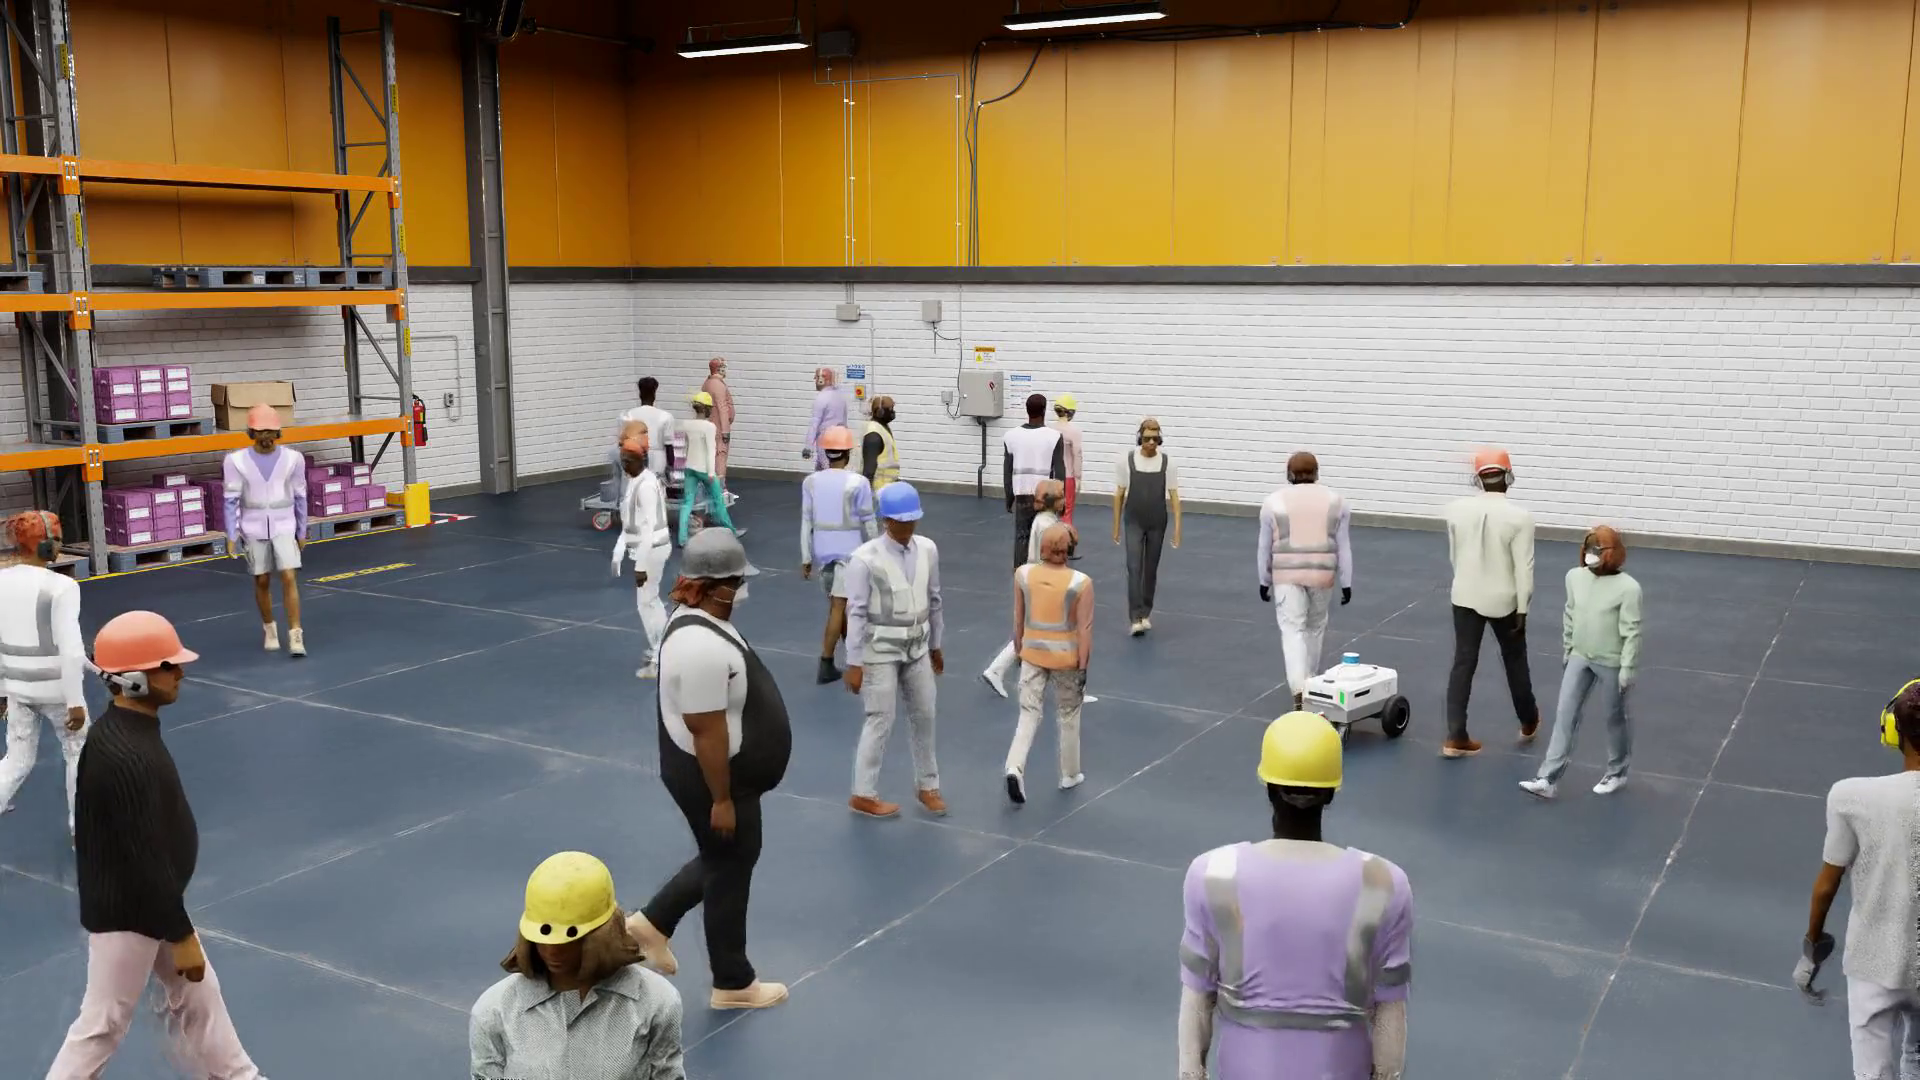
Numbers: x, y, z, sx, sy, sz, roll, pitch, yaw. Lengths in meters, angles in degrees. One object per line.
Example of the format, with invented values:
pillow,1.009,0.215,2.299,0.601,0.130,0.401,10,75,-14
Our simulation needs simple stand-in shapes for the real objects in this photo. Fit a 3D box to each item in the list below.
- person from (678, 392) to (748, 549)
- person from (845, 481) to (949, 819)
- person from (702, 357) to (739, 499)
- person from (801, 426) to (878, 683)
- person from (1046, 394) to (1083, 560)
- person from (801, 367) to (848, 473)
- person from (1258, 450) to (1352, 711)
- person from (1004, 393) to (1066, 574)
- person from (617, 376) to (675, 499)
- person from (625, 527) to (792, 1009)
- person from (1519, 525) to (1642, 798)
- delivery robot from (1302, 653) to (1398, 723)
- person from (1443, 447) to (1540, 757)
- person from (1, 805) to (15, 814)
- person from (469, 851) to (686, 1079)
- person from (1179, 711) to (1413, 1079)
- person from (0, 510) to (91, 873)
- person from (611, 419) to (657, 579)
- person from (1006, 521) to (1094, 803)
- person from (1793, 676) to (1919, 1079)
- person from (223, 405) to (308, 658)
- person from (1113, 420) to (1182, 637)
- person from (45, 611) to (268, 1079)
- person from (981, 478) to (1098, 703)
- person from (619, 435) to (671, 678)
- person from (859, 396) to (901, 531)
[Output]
person,-2.816,-0.780,18.491,0.543,1.711,0.898,7,11,37
person,-0.354,0.617,9.202,0.646,1.923,0.504,-8,12,-41
person,-3.231,-1.503,22.413,0.409,1.911,0.648,-5,10,-28
person,-0.889,0.081,12.603,0.555,1.881,1.004,4,10,24
person,1.081,-0.664,17.654,0.553,1.760,0.348,7,12,38
person,-1.722,-1.172,20.424,0.798,1.877,0.654,3,10,19
person,2.414,0.280,11.631,0.636,1.810,0.875,0,9,2
person,0.696,-0.407,15.547,0.596,1.914,0.373,4,10,21
person,-3.373,-0.790,17.898,0.612,1.926,0.902,-2,9,-12
person,-1.020,0.931,6.809,0.663,2.000,0.691,-1,9,-8
person,3.588,0.716,9.497,0.830,1.590,0.526,-7,11,-36
delivery robot,2.541,0.979,10.840,0.707,0.478,0.477,-9,13,-44
person,3.373,0.382,10.577,0.613,1.935,0.997,7,11,37
person,-5.544,0.691,9.207,0.411,1.753,0.537,-9,13,-44
person,-0.876,1.552,3.866,0.490,1.741,0.323,-2,9,-11
person,0.852,1.398,4.284,0.585,1.914,0.623,2,9,10
person,-4.724,0.772,8.433,0.591,1.860,0.889,2,9,13
person,-3.206,-0.377,16.304,0.506,1.610,0.549,3,9,16
person,0.501,0.703,9.564,0.518,1.614,0.720,4,10,22
person,2.852,1.306,5.101,0.514,1.848,0.711,3,10,17
person,-5.440,-0.052,13.090,0.627,1.996,0.998,-4,10,-24
person,1.573,-0.087,13.875,0.548,1.806,0.894,0,9,0
person,-2.667,1.196,5.463,1.035,1.946,0.640,-4,10,-26
person,0.555,0.360,11.714,0.770,1.614,0.522,0,9,-1
person,-2.334,0.115,12.509,0.429,1.846,0.715,-2,9,-14
person,-0.878,-0.607,17.217,0.991,1.794,0.615,0,9,1
